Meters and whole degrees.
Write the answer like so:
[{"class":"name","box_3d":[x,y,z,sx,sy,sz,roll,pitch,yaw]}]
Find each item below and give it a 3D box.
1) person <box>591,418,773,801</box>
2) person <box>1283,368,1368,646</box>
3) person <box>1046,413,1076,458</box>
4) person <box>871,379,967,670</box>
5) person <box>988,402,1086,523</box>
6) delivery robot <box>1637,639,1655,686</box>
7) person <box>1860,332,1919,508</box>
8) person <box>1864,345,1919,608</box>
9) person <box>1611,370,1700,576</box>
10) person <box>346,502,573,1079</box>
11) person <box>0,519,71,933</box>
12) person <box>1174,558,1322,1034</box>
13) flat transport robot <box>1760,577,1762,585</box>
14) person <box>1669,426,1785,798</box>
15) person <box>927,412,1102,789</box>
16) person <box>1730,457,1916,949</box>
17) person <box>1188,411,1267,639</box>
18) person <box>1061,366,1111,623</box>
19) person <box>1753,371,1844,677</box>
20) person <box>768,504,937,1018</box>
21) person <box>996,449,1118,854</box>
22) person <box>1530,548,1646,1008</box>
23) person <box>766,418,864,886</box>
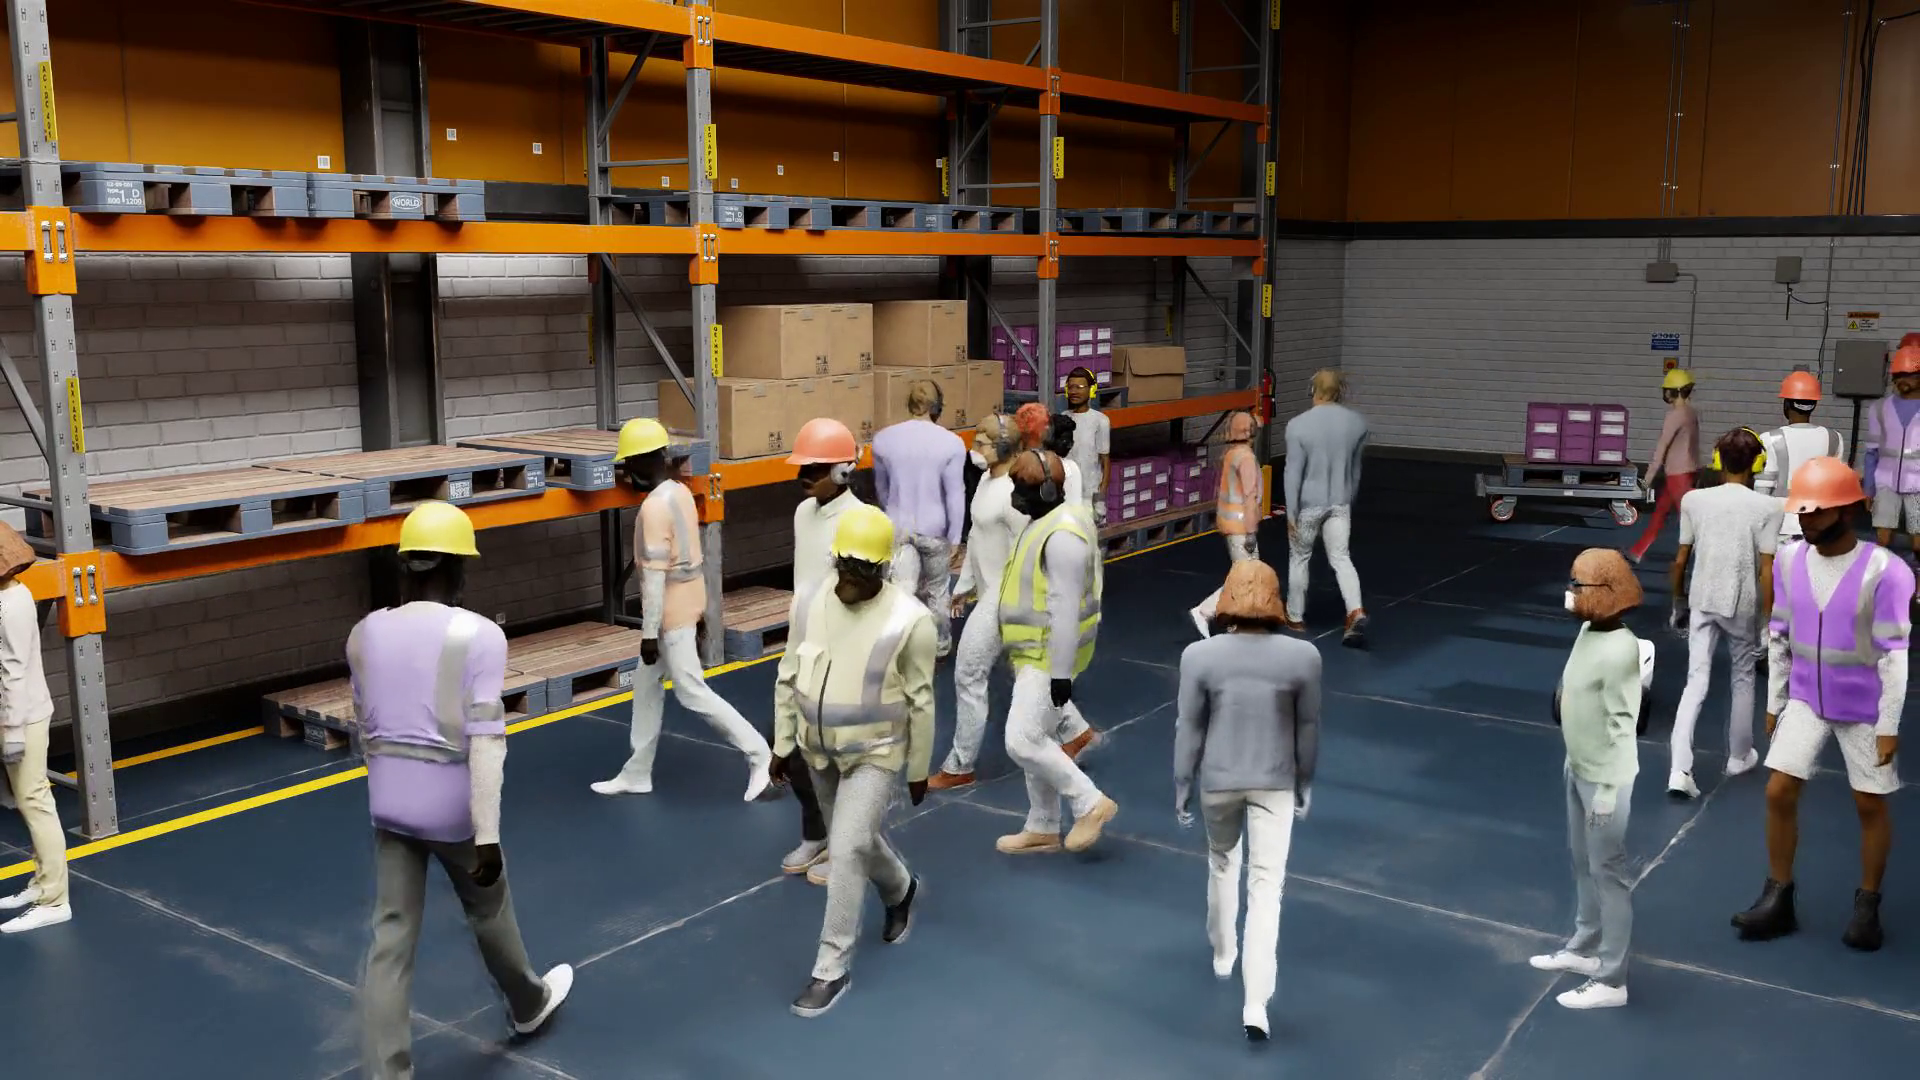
[{"class":"person","box_3d":[-1.335,0.344,8.065,0.911,1.885,0.615,0,10,-2]},{"class":"person","box_3d":[2.533,-0.233,11.491,0.630,1.908,0.917,-2,10,-14]},{"class":"person","box_3d":[0.569,0.058,10.331,0.320,1.692,0.531,4,10,20]},{"class":"person","box_3d":[-0.221,-0.056,10.405,0.617,1.886,0.965,2,10,13]},{"class":"person","box_3d":[0.420,0.165,9.205,0.588,1.860,0.798,6,11,32]},{"class":"delivery robot","box_3d":[3.730,0.717,9.507,0.477,0.478,0.707,6,11,33]},{"class":"person","box_3d":[9.850,-1.200,17.214,0.554,1.898,0.954,-5,11,-26]},{"class":"person","box_3d":[6.951,-0.416,12.188,0.752,2.022,0.616,-9,13,-43]},{"class":"person","box_3d":[5.989,-0.569,14.003,0.937,1.713,0.539,8,13,41]},{"class":"person","box_3d":[-1.613,0.818,5.278,0.607,1.864,0.991,3,10,17]},{"class":"person","box_3d":[-3.737,0.721,6.576,0.270,1.627,0.502,-6,12,-34]},{"class":"person","box_3d":[0.992,0.870,5.796,0.497,1.596,0.821,2,10,14]},{"class":"flat transport robot","box_3d":[6.960,0.203,13.689,0.652,0.197,1.431,9,13,42]},{"class":"person","box_3d":[3.763,0.351,8.233,0.543,1.829,0.978,8,12,39]},{"class":"person","box_3d":[0.277,0.303,8.315,0.966,1.912,0.628,-1,10,-8]},{"class":"person","box_3d":[3.304,0.633,6.325,0.618,1.900,0.542,-6,11,-32]},{"class":"person","box_3d":[1.834,-0.062,11.252,0.492,1.613,0.537,0,10,-2]},{"class":"person","box_3d":[0.854,-0.312,11.992,0.326,1.877,0.518,-9,13,-44]},{"class":"person","box_3d":[5.235,-0.092,10.494,0.545,1.938,0.357,0,10,-3]},{"class":"person","box_3d":[-0.348,0.729,6.045,0.591,1.794,0.860,6,11,31]},{"class":"person","box_3d":[0.378,0.508,7.242,0.458,1.824,0.652,-1,10,-6]},{"class":"person","box_3d":[2.245,0.833,5.890,0.268,1.631,0.505,1,10,6]},{"class":"person","box_3d":[-0.568,0.483,6.927,0.503,1.979,0.645,-8,12,-38]}]
